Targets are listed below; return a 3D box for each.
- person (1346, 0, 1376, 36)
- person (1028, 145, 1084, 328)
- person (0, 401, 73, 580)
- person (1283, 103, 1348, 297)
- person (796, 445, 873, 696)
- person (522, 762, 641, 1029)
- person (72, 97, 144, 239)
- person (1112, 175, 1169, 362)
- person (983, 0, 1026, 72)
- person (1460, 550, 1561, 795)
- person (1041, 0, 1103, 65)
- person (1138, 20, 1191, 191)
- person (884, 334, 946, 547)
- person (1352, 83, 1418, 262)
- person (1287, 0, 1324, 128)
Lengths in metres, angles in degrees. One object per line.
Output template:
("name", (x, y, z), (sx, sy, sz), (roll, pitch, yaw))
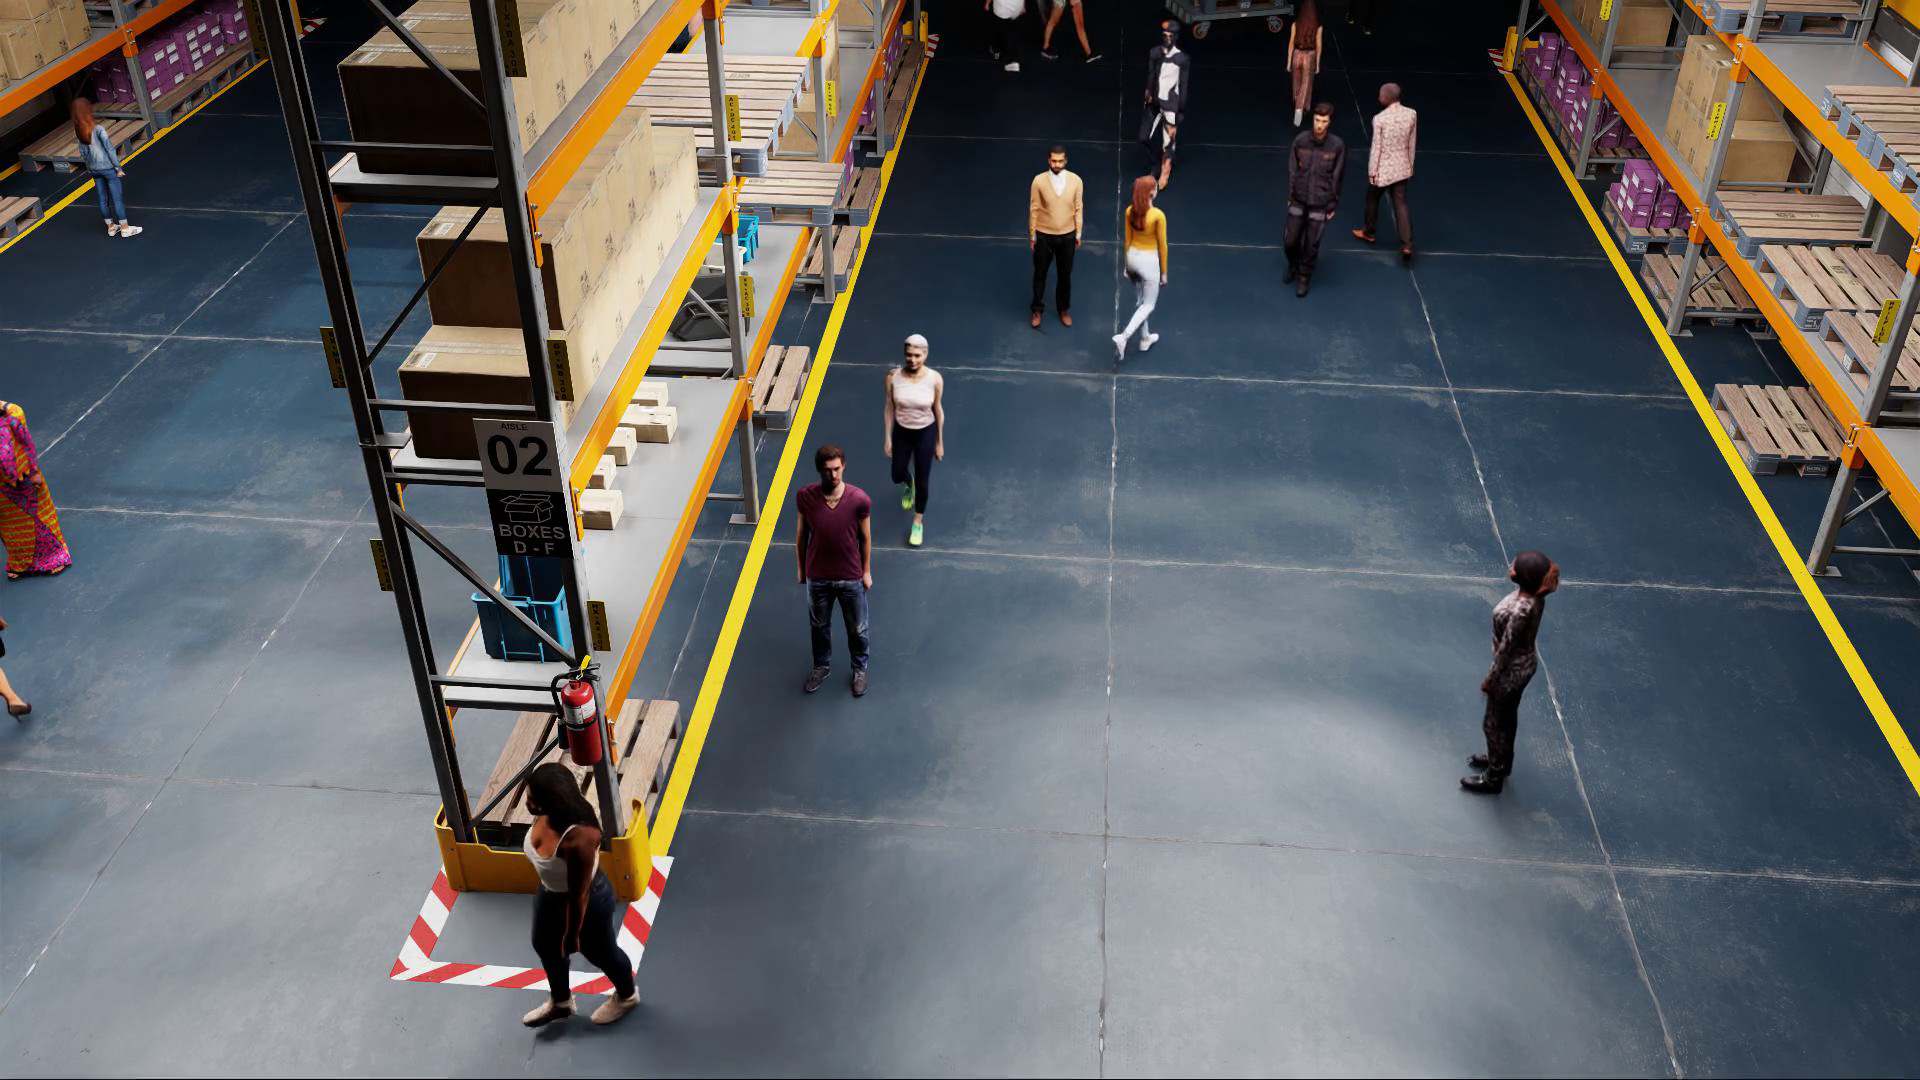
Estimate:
("person", (5.740, -7.859, 23.317), (0.594, 1.510, 1.028), (0, 34, 0))
("person", (0.892, -2.849, 15.560), (0.700, 1.753, 0.629), (-3, 34, -4))
("person", (-6.933, -0.495, 12.080), (0.728, 1.685, 0.744), (-7, 34, -10))
("person", (3.441, -3.338, 16.140), (0.785, 1.927, 0.805), (12, 35, 17))
("person", (-0.817, 0.184, 10.903), (0.658, 1.858, 0.548), (4, 34, 6))
("person", (-1.865, 1.798, 8.537), (0.963, 1.789, 0.925), (-19, 38, -26))
("person", (-8.962, -3.890, 17.377), (0.615, 1.476, 0.563), (10, 35, 14))
("person", (1.611, -2.408, 14.916), (0.926, 1.732, 1.107), (22, 39, 29))
("person", (0.649, -6.995, 21.905), (1.089, 1.634, 1.238), (-20, 38, -27))
("person", (3.353, 0.796, 10.110), (0.709, 1.715, 0.612), (19, 38, 26))
("person", (1.327, -7.276, 22.202), (1.160, 1.775, 1.214), (25, 41, 33))
("person", (2.310, -4.840, 18.440), (0.839, 1.881, 0.844), (22, 39, 29))
("person", (-0.336, -0.818, 12.557), (0.606, 1.695, 0.808), (4, 34, 5))
("person", (4.395, -3.693, 16.804), (1.020, 1.782, 1.307), (-7, 34, -11))
("person", (4.156, -5.769, 20.140), (0.674, 1.547, 0.984), (9, 35, 14))
